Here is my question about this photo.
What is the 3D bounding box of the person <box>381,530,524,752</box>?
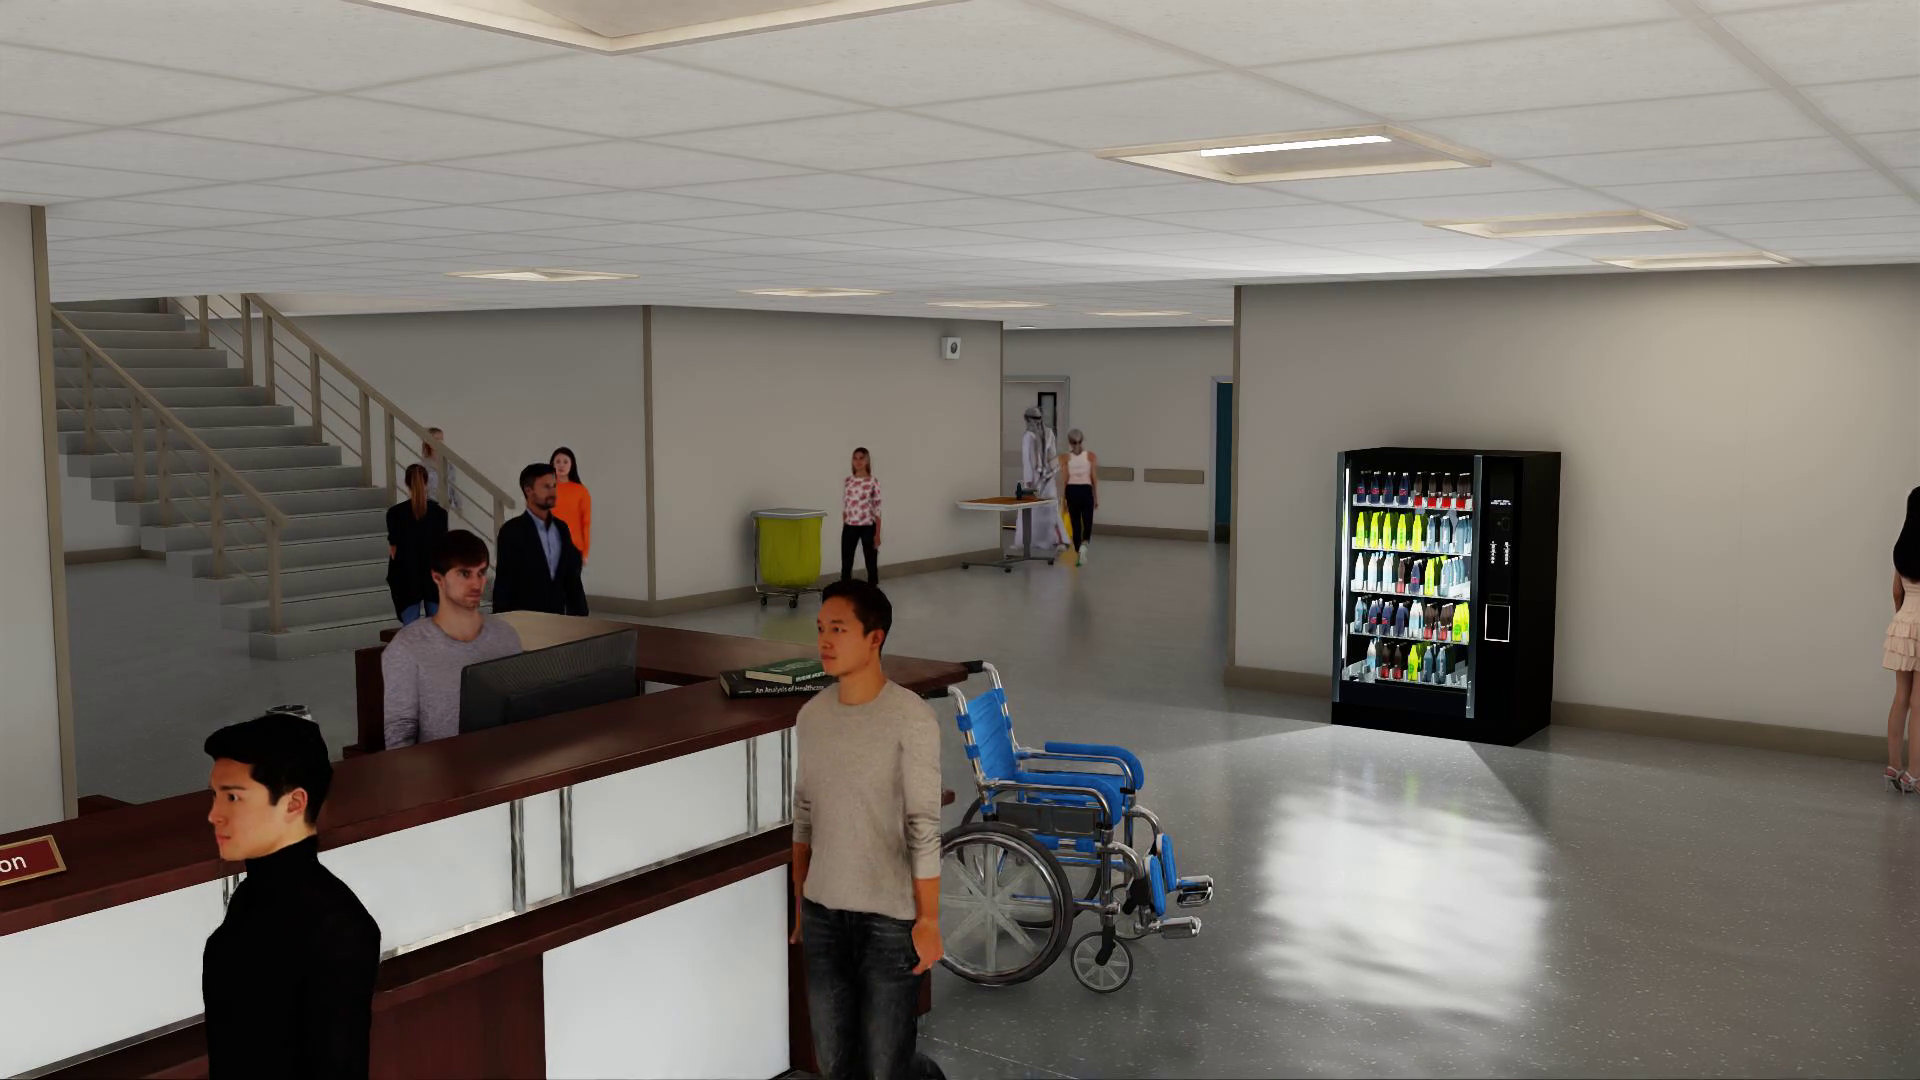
[{"bbox_3d":[-1.649,0.879,5.497,0.582,1.844,0.687,5,8,43],"label":"person"}]

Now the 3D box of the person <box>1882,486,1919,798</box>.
[{"bbox_3d":[5.308,0.559,9.224,0.702,1.736,0.654,-1,6,-6],"label":"person"}]

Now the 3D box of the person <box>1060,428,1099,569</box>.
[{"bbox_3d":[1.417,-0.460,19.647,1.085,1.677,1.026,0,6,4],"label":"person"}]

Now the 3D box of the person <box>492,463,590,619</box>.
[{"bbox_3d":[-2.386,0.526,9.164,1.182,1.814,0.699,4,7,32],"label":"person"}]

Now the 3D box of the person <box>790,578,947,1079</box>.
[{"bbox_3d":[-0.199,1.002,4.535,0.764,1.794,0.721,4,7,33],"label":"person"}]

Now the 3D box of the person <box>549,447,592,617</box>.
[{"bbox_3d":[-3.277,0.101,13.777,0.807,1.735,0.862,0,6,1],"label":"person"}]

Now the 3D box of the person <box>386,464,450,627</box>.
[{"bbox_3d":[-4.003,0.273,12.330,0.722,1.683,0.749,-2,6,-20],"label":"person"}]

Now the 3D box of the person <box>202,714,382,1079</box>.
[{"bbox_3d":[-1.199,1.186,3.171,1.009,1.700,0.797,5,8,42],"label":"person"}]

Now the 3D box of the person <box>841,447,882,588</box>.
[{"bbox_3d":[-0.934,-0.085,16.295,0.952,1.602,0.830,2,6,19],"label":"person"}]

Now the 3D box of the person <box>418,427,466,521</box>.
[{"bbox_3d":[-5.453,-0.252,17.194,1.157,1.754,0.626,4,7,33],"label":"person"}]

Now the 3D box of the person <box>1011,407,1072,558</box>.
[{"bbox_3d":[1.063,-0.691,20.958,1.049,1.874,1.390,-3,7,-30],"label":"person"}]
